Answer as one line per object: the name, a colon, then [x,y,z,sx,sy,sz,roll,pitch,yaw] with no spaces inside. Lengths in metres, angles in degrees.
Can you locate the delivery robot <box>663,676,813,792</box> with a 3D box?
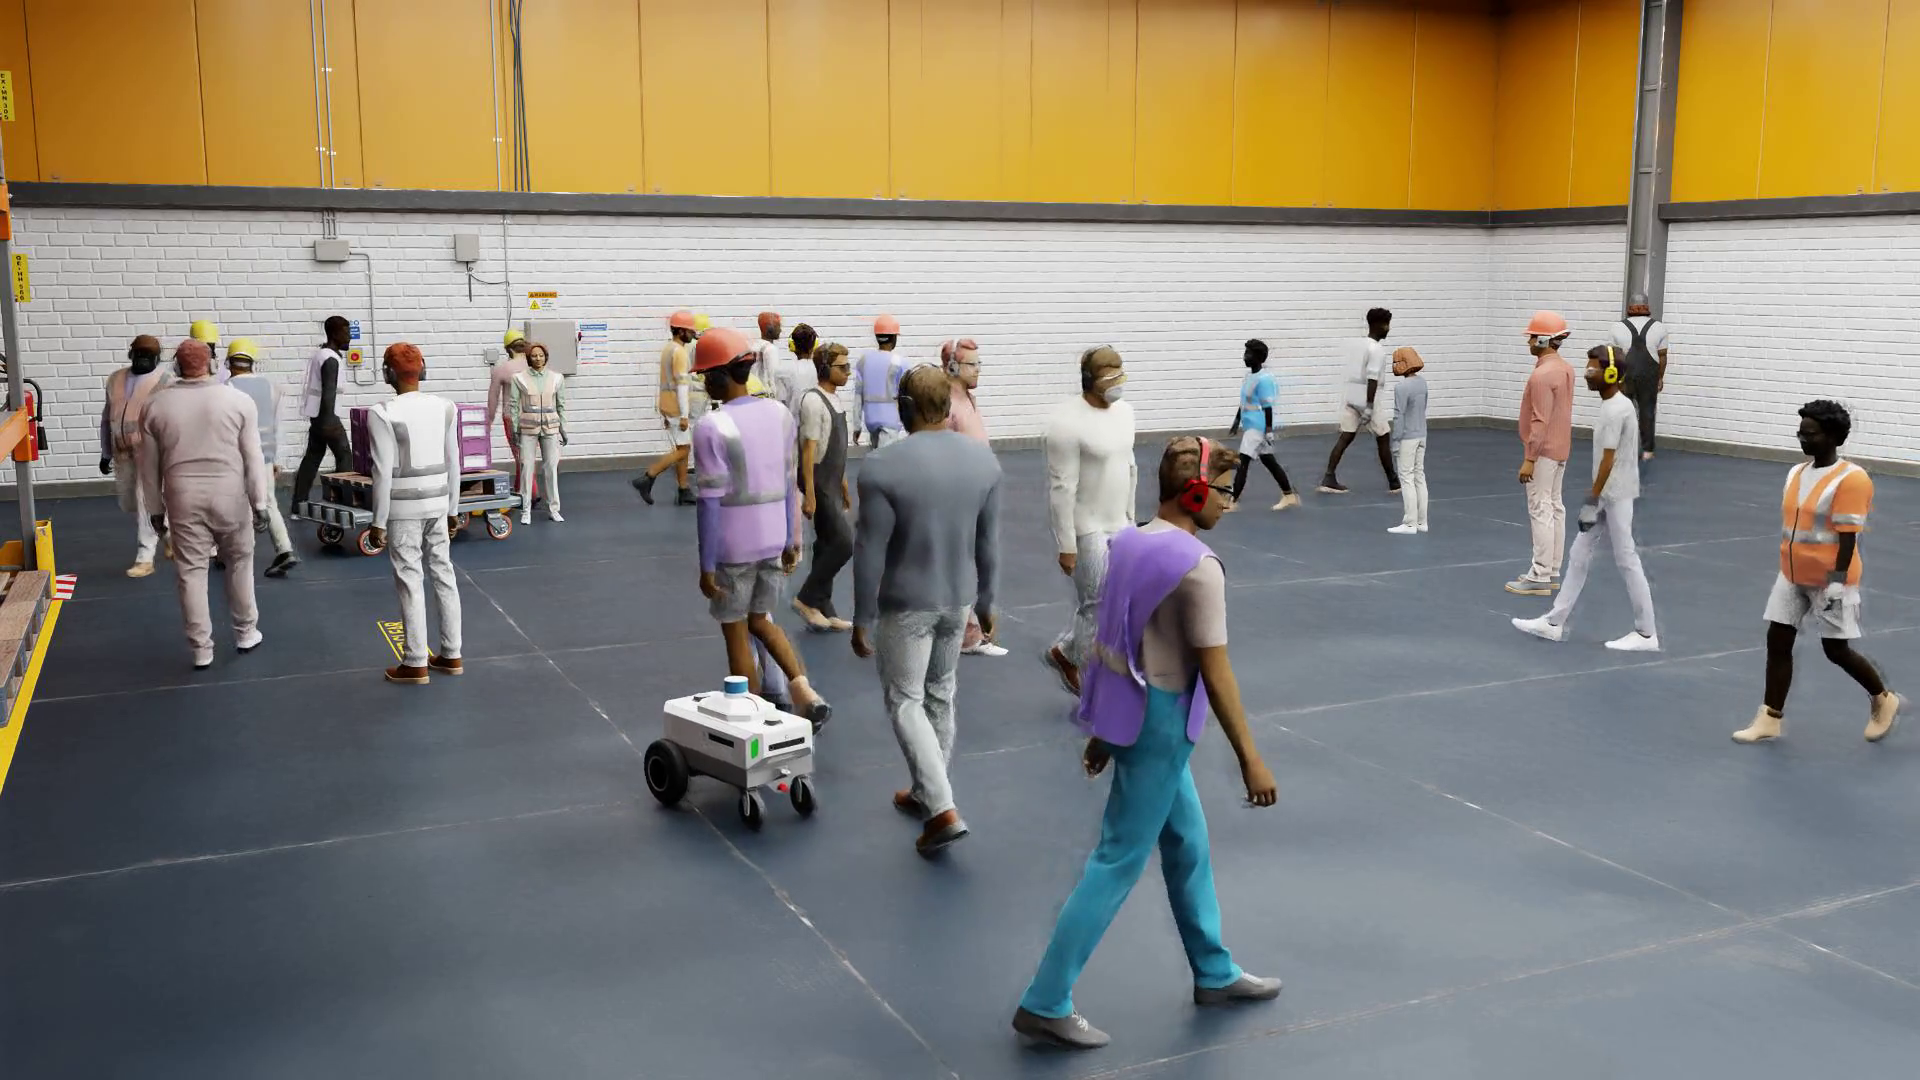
delivery robot: [-0.939,0.818,7.015,0.477,0.478,0.707,-8,12,-42]

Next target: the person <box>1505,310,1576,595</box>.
person: [4.101,-0.610,11.710,0.379,1.996,0.611,7,11,36]

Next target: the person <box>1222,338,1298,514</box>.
person: [2.806,-1.065,15.597,0.887,1.653,0.534,-1,9,-4]

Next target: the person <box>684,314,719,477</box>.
person: [-2.869,-1.601,18.440,0.606,1.803,0.598,-7,12,-37]

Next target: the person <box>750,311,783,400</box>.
person: [-1.877,-1.289,16.275,0.350,1.884,0.584,-5,10,-27]

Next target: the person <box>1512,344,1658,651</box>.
person: [3.794,-0.245,9.972,0.918,1.821,0.542,3,10,17]

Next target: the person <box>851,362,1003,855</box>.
person: [-0.123,0.259,6.585,0.645,1.934,0.708,-6,11,-31]

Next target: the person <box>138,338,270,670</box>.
person: [-4.371,-0.229,9.700,0.679,1.876,0.791,-3,10,-16]

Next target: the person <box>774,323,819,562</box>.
person: [-1.214,-0.756,13.017,0.535,1.866,0.314,-3,10,-18]

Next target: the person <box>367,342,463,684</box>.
person: [-3.005,-0.148,9.188,0.337,1.882,0.583,6,11,33]

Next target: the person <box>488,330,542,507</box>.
person: [-4.254,-1.180,16.134,0.533,1.709,0.929,-6,11,-34]

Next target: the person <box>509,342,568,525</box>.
person: [-3.795,-0.964,15.000,0.514,1.642,0.310,-4,10,-26]

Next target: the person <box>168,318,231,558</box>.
person: [-6.043,-0.838,13.418,0.595,1.905,0.769,-5,10,-28]

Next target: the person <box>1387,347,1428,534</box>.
person: [3.890,-0.860,14.429,0.310,1.624,0.492,8,12,42]

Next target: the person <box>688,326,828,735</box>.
person: [-0.965,0.025,7.697,0.571,2.019,0.645,7,11,37]

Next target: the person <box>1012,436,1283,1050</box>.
person: [0.555,0.590,4.909,0.908,1.795,0.602,-2,9,-12]

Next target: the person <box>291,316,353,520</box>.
person: [-5.818,-1.103,15.191,0.699,1.876,0.608,-5,11,-29]

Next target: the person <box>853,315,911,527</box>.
person: [-0.662,-1.052,14.797,0.560,1.888,1.016,6,11,32]

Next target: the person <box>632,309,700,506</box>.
person: [-2.800,-1.248,15.948,0.685,1.917,0.562,-4,10,-21]

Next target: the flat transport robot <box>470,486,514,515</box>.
flat transport robot: [-4.930,-0.368,15.540,1.431,0.197,0.652,-1,9,-6]

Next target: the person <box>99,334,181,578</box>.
person: [-6.156,-0.655,12.586,0.632,1.800,0.792,2,9,12]

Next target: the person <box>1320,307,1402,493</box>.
person: [4.155,-1.413,16.985,1.002,1.915,0.612,-3,10,-17]

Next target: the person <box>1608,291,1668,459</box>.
person: [8.201,-2.001,20.198,0.684,2.000,0.538,3,10,18]

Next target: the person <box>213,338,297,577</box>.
person: [-5.286,-0.615,12.423,0.909,1.784,0.598,6,11,35]

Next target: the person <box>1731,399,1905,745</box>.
person: [4.128,0.163,7.908,0.734,1.672,0.533,-2,9,-13]

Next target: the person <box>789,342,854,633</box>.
person: [-0.807,-0.311,10.348,0.398,1.832,0.541,1,9,9]

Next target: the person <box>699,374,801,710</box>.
person: [-1.142,-0.004,8.698,0.722,1.739,0.544,7,12,37]

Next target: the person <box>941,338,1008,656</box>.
person: [-0.077,-0.234,9.721,0.645,1.890,0.649,2,9,14]

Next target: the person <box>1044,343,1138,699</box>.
person: [0.656,-0.034,8.375,0.502,1.918,0.644,7,12,39]
